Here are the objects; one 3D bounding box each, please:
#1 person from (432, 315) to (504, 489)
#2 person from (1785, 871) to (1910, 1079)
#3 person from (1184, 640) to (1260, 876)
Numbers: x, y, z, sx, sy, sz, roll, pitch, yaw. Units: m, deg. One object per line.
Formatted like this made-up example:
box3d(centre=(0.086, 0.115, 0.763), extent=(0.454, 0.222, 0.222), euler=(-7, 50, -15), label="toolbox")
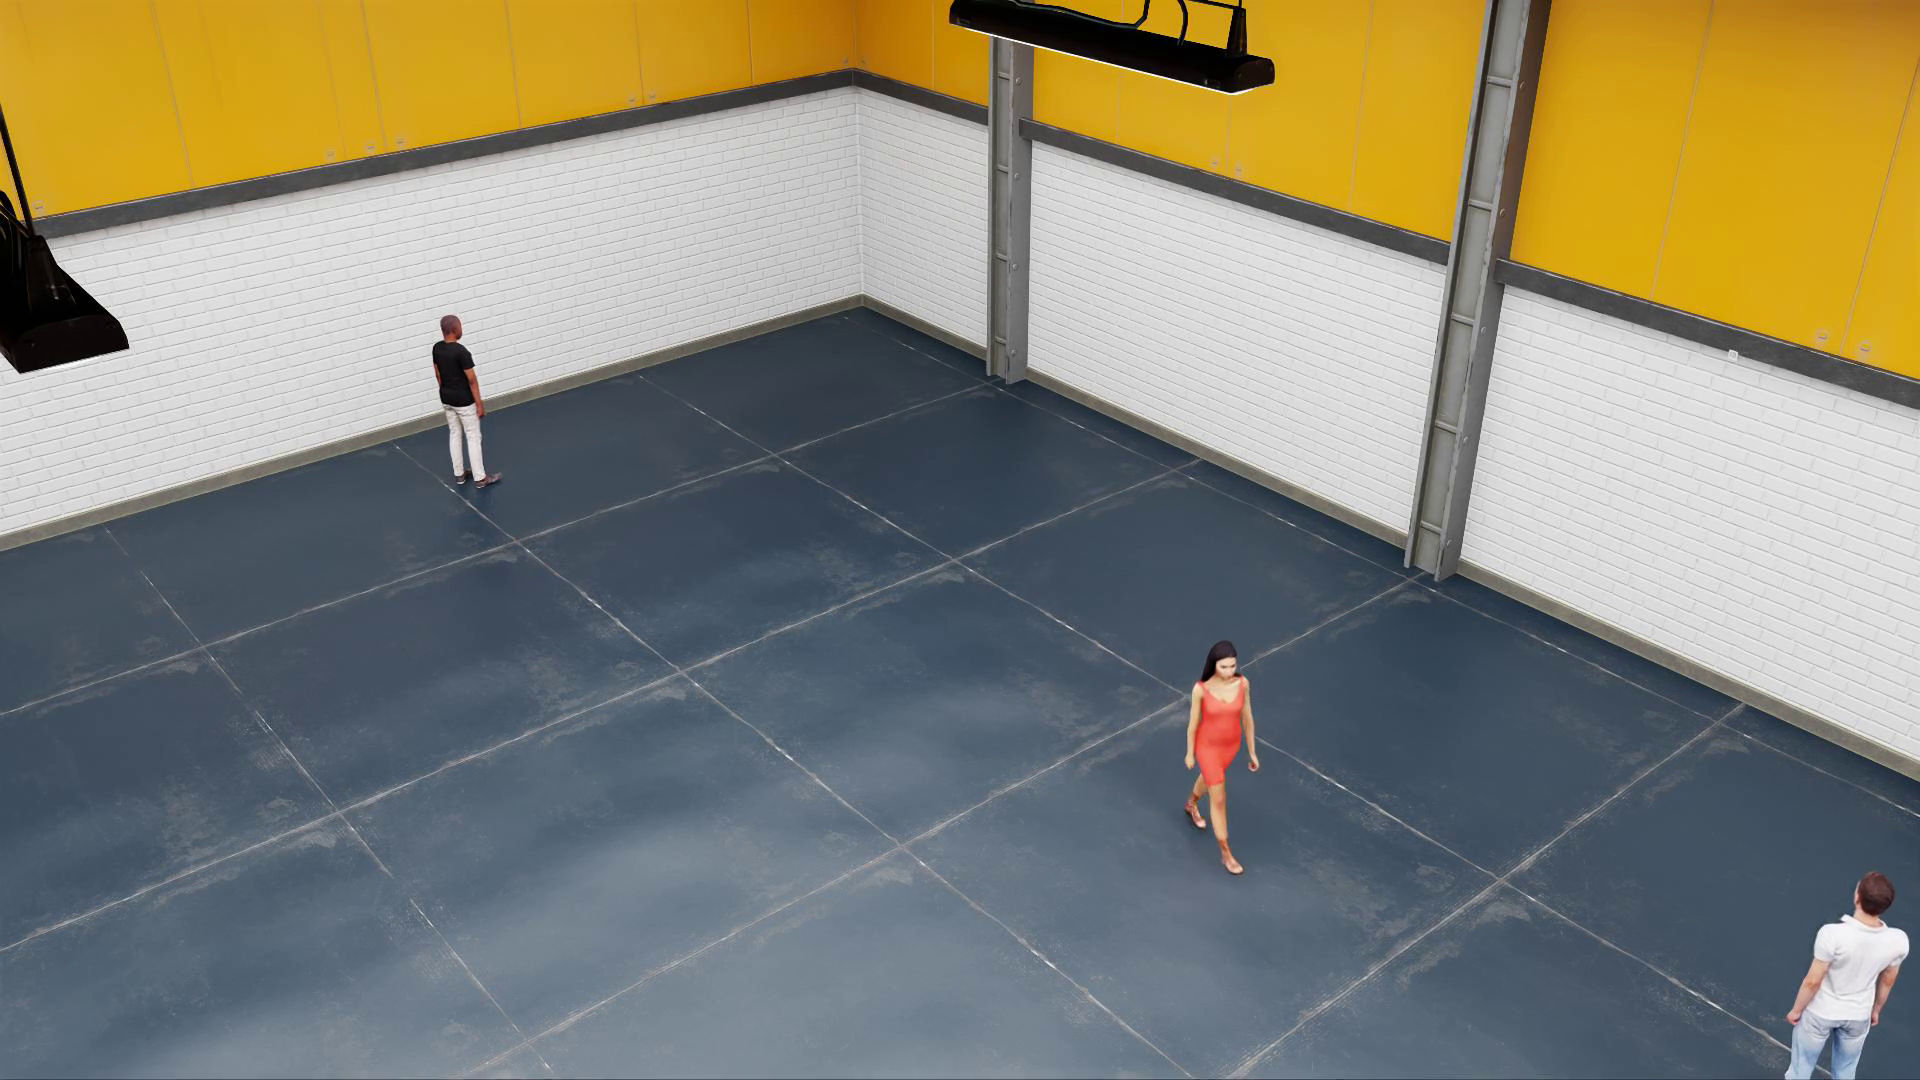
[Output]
box3d(centre=(-5.036, -1.393, 16.735), extent=(0.682, 1.802, 0.808), euler=(14, 32, 24), label="person")
box3d(centre=(4.910, 2.633, 9.303), extent=(0.719, 1.851, 0.763), euler=(1, 29, 1), label="person")
box3d(centre=(1.779, 1.427, 11.706), extent=(0.858, 1.667, 1.192), euler=(-10, 30, -18), label="person")
